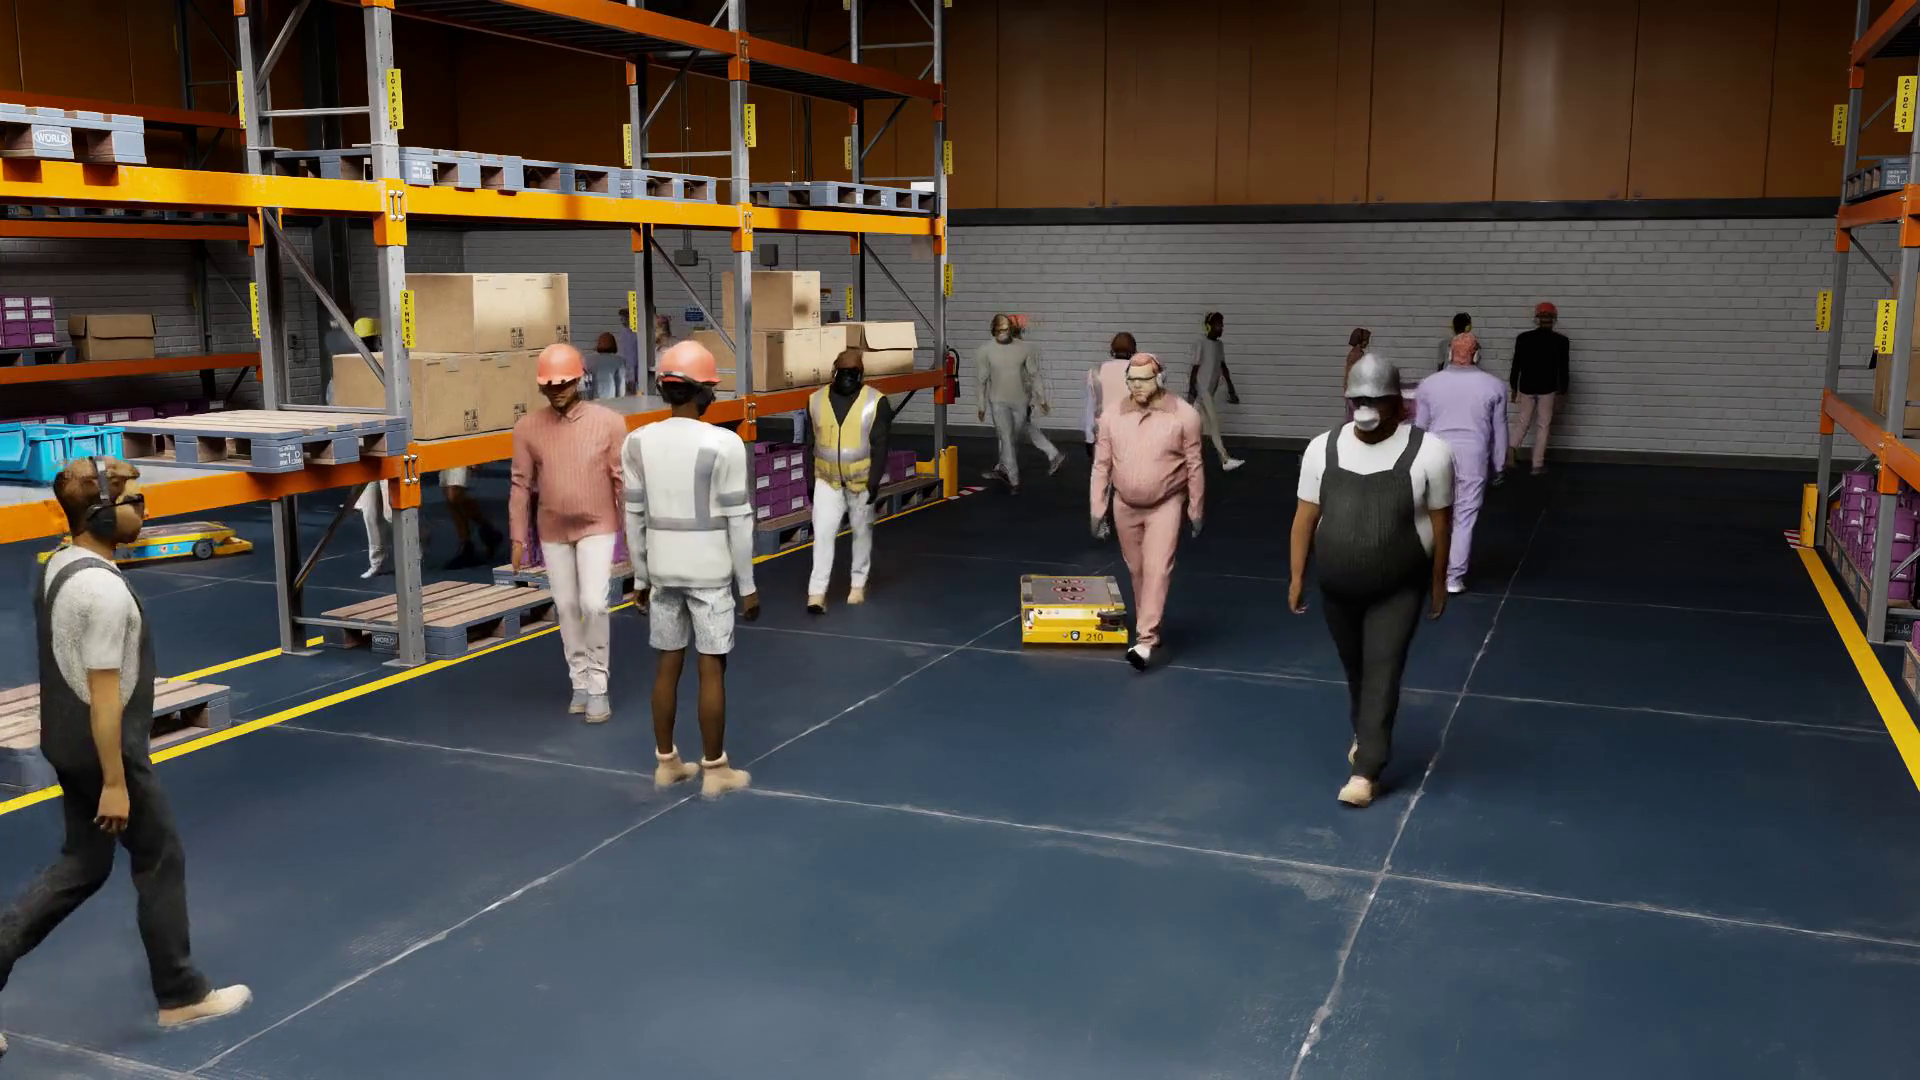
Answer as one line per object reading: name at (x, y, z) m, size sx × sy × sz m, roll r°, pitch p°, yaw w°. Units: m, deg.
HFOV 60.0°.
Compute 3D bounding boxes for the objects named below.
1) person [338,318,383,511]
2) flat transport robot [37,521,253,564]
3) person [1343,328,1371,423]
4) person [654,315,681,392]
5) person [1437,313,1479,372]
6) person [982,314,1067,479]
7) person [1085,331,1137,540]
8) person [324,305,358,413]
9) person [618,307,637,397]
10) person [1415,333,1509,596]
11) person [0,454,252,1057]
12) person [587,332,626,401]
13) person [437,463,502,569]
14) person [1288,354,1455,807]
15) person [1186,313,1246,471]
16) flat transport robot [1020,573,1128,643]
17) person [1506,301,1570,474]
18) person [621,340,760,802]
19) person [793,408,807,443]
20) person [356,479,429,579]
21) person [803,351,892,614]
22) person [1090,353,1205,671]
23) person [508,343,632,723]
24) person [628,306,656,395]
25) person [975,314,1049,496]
person at (-5.688, -1.236, 16.264) m, size 0.609 × 1.871 × 1.024 m, roll 3°, pitch 10°, yaw 15°
flat transport robot at (-6.536, 0.037, 13.368) m, size 0.652 × 0.197 × 1.431 m, roll 9°, pitch 13°, yaw 44°
person at (4.675, -1.675, 19.607) m, size 0.308 × 1.639 × 0.510 m, roll 0°, pitch 9°, yaw 2°
person at (-3.148, -1.462, 17.703) m, size 1.059 × 1.837 × 0.688 m, roll -8°, pitch 12°, yaw -39°
person at (5.807, -1.732, 19.404) m, size 0.532 × 1.830 × 0.894 m, roll 9°, pitch 13°, yaw 43°
person at (0.732, -1.593, 18.505) m, size 0.893 × 1.852 × 0.602 m, roll 0°, pitch 9°, yaw -2°
person at (1.357, -0.853, 14.057) m, size 0.631 × 1.814 × 0.725 m, roll 3°, pitch 10°, yaw 17°
person at (-7.574, -1.972, 20.684) m, size 0.636 × 1.897 × 1.002 m, roll 4°, pitch 10°, yaw 23°
person at (-4.257, -2.180, 22.121) m, size 0.499 × 1.818 × 0.659 m, roll 2°, pitch 10°, yaw 14°
person at (3.676, -0.565, 12.165) m, size 0.642 × 1.874 × 0.864 m, roll 5°, pitch 11°, yaw 27°
person at (-2.636, 0.655, 4.951) m, size 0.819 × 1.826 × 0.521 m, roll -9°, pitch 13°, yaw -43°
person at (-4.179, -1.645, 19.585) m, size 0.506 × 1.591 × 0.856 m, roll 1°, pitch 9°, yaw 8°
person at (-3.963, -0.720, 12.990) m, size 0.578 × 1.912 × 0.458 m, roll 8°, pitch 12°, yaw 41°
person at (1.863, 0.107, 7.594) m, size 0.698 × 2.000 × 1.033 m, roll 6°, pitch 11°, yaw 31°
person at (2.949, -1.709, 19.275) m, size 0.952 × 1.818 × 0.521 m, roll 7°, pitch 11°, yaw 35°
flat transport robot at (0.730, 0.434, 10.957) m, size 0.652 × 0.197 × 1.431 m, roll 0°, pitch 10°, yaw 1°
person at (6.535, -1.706, 18.794) m, size 0.666 × 1.967 × 0.543 m, roll 8°, pitch 12°, yaw 40°
person at (-1.185, 0.141, 7.380) m, size 0.613 × 2.043 × 0.391 m, roll 4°, pitch 10°, yaw 24°
person at (-1.602, -1.424, 17.700) m, size 0.525 × 1.769 × 0.308 m, roll 8°, pitch 12°, yaw 39°
person at (-4.388, -0.530, 12.740) m, size 0.512 × 1.624 × 0.551 m, roll 4°, pitch 10°, yaw 21°
person at (-0.799, -0.390, 11.361) m, size 0.638 × 1.782 × 0.981 m, roll 2°, pitch 10°, yaw 10°
person at (1.069, -0.168, 9.832) m, size 0.660 × 1.847 × 0.993 m, roll 4°, pitch 10°, yaw 25°
person at (-2.026, -0.029, 8.617) m, size 0.652 × 1.965 × 0.668 m, roll 0°, pitch 9°, yaw 1°
person at (-4.072, -2.129, 21.613) m, size 1.048 × 1.889 × 0.643 m, roll 2°, pitch 10°, yaw 13°
person at (0.504, -1.441, 17.478) m, size 0.728 × 1.881 × 0.987 m, roll -3°, pitch 10°, yaw -15°
